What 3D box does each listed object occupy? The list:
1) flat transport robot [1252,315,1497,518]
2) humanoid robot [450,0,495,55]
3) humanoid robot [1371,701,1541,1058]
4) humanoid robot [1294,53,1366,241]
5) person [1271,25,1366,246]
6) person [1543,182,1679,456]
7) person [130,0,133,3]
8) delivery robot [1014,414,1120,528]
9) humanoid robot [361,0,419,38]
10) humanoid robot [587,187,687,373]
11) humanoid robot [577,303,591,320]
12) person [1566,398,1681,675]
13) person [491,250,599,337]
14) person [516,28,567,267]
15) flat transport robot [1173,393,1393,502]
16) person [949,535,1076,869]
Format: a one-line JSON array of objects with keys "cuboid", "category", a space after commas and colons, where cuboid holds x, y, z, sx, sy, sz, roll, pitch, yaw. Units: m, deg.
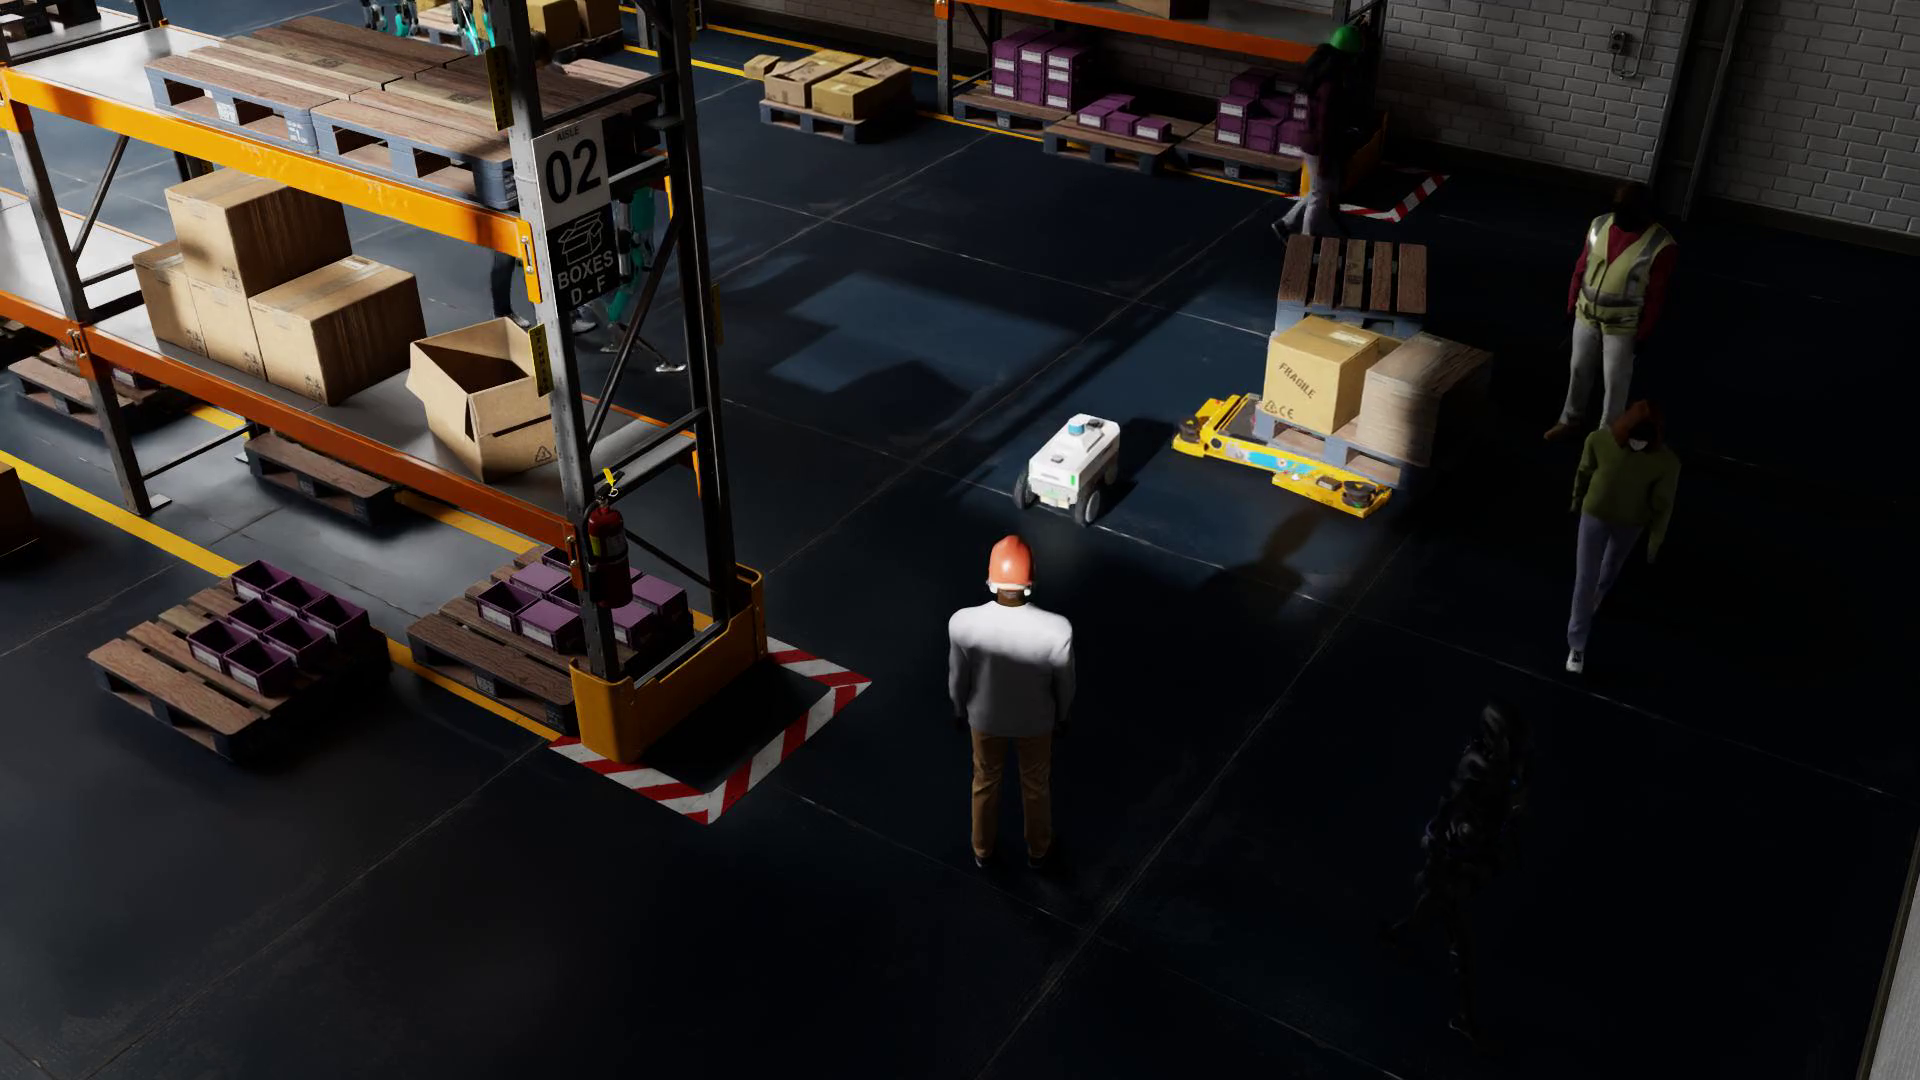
[{"cuboid": [2.686, -0.598, 10.792, 0.659, 0.231, 1.431, 25, 40, 33], "category": "flat transport robot"}, {"cuboid": [-4.675, -5.118, 16.417, 0.563, 1.773, 0.873, -19, 38, -27], "category": "humanoid robot"}, {"cuboid": [2.023, 1.266, 6.696, 0.607, 1.637, 0.787, -21, 39, -29], "category": "humanoid robot"}, {"cuboid": [3.044, -3.115, 13.398, 0.599, 1.659, 0.601, 8, 34, 12], "category": "humanoid robot"}, {"cuboid": [2.852, -3.100, 13.117, 0.480, 1.929, 0.531, 5, 33, 8], "category": "person"}, {"cuboid": [4.137, -1.402, 10.596, 0.430, 1.836, 0.636, -23, 39, -30], "category": "person"}, {"cuboid": [-9.876, -7.319, 19.759, 0.759, 1.754, 0.442, -13, 35, -19], "category": "person"}, {"cuboid": [0.702, -0.459, 10.332, 0.499, 0.611, 0.812, 17, 37, 24], "category": "delivery robot"}, {"cuboid": [-5.732, -5.268, 16.678, 0.530, 1.772, 1.035, -15, 36, -22], "category": "humanoid robot"}, {"cuboid": [-2.380, -1.945, 11.518, 0.919, 1.764, 0.546, 6, 34, 10], "category": "humanoid robot"}, {"cuboid": [-2.904, -2.361, 12.253, 0.556, 1.891, 0.777, -27, 42, -35], "category": "humanoid robot"}, {"cuboid": [3.491, -0.107, 8.841, 0.502, 1.556, 0.927, 14, 36, 20], "category": "person"}, {"cuboid": [-3.144, -2.270, 11.959, 0.977, 1.783, 0.543, 17, 37, 24], "category": "person"}, {"cuboid": [-3.275, -3.070, 13.098, 0.685, 1.889, 0.678, -3, 33, -5], "category": "person"}, {"cuboid": [2.182, -0.632, 10.845, 1.431, 0.231, 0.659, 17, 37, 24], "category": "flat transport robot"}, {"cuboid": [0.231, 0.740, 7.371, 0.558, 1.754, 0.320, 3, 33, 4], "category": "person"}]
